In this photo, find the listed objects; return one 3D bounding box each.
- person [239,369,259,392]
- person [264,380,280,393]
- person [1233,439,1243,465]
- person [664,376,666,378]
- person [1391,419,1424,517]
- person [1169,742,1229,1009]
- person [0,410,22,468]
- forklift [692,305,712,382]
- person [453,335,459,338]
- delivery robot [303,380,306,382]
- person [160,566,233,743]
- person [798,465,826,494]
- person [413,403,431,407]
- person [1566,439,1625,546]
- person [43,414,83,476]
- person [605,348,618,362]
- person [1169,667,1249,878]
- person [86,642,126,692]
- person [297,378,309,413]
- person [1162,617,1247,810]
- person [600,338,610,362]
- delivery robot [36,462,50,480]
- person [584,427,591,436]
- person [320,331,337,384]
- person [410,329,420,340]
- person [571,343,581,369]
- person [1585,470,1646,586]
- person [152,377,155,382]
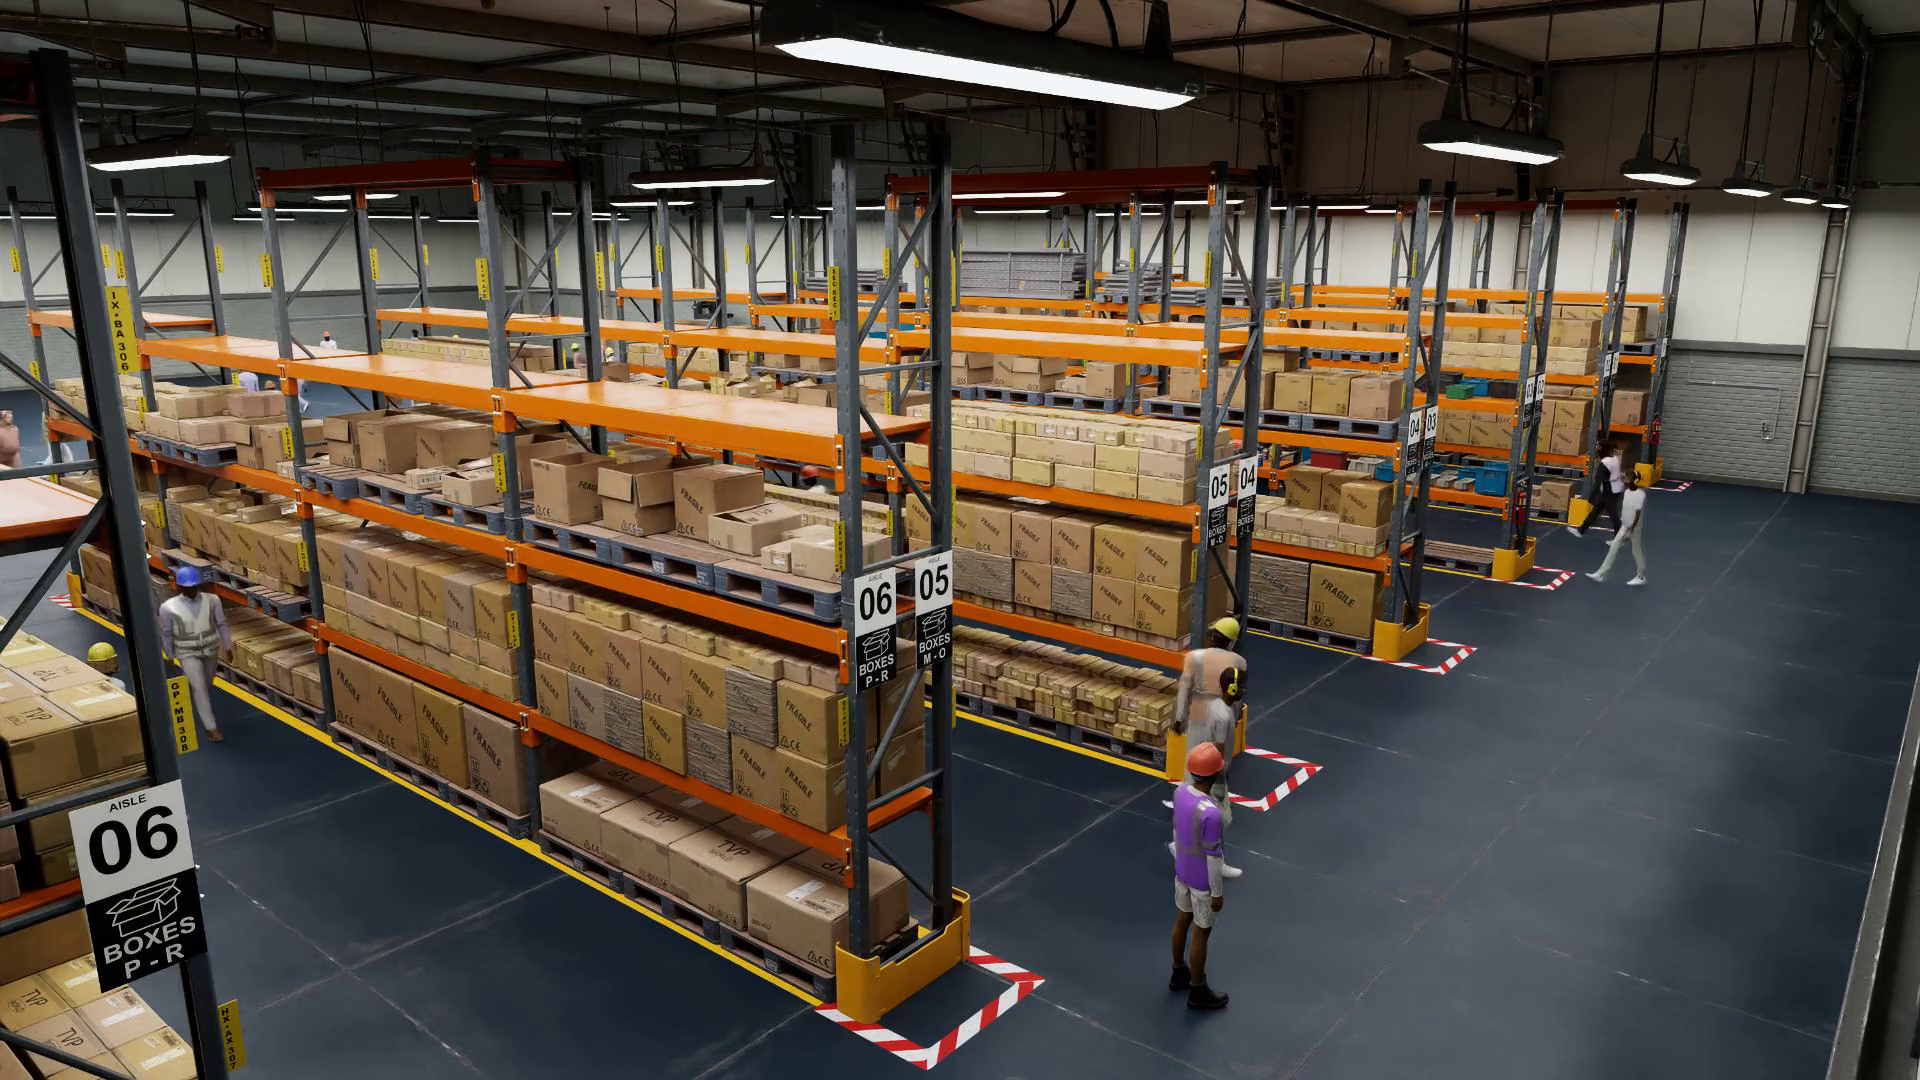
[{"bbox_3d":[-19.606,-3.910,34.674,0.357,1.938,0.638,7,15,26],"label":"person"},{"bbox_3d":[-18.159,-3.404,33.262,0.337,1.621,0.500,6,15,22],"label":"person"},{"bbox_3d":[4.760,-0.752,21.568,0.390,1.992,0.613,11,18,39],"label":"person"},{"bbox_3d":[-9.283,-5.116,39.656,0.547,1.942,0.372,-3,14,-11],"label":"person"},{"bbox_3d":[8.804,-1.424,24.421,0.916,1.952,0.630,10,17,37],"label":"person"},{"bbox_3d":[1.702,2.351,8.911,0.347,1.942,0.545,-5,14,-19],"label":"person"},{"bbox_3d":[-19.660,-1.731,25.893,0.993,1.855,0.717,6,15,23],"label":"person"},{"bbox_3d":[-9.511,-7.392,47.124,1.873,2.768,1.129,11,17,38],"label":"forklift"},{"bbox_3d":[-18.449,-6.627,46.210,0.526,1.768,0.330,3,14,12],"label":"person"},{"bbox_3d":[-23.067,-5.619,43.939,0.335,0.223,0.698,-4,14,-18],"label":"delivery robot"},{"bbox_3d":[-8.346,1.187,13.784,0.978,1.908,0.620,12,18,40],"label":"person"},{"bbox_3d":[-2.246,-0.209,19.546,0.548,1.895,0.585,6,15,22],"label":"person"},{"bbox_3d":[-14.073,-3.424,33.063,0.531,1.748,0.604,-5,15,-20],"label":"person"},{"bbox_3d":[11.331,-0.853,22.254,1.037,1.854,0.599,11,17,38],"label":"person"},{"bbox_3d":[-20.255,-2.247,28.166,0.898,1.795,0.647,-10,17,-37],"label":"person"},{"bbox_3d":[-11.185,-5.258,40.435,0.404,1.834,0.591,3,14,12],"label":"person"},{"bbox_3d":[2.139,1.975,10.701,0.557,1.832,0.568,2,14,6],"label":"person"},{"bbox_3d":[-7.839,1.789,11.661,0.483,1.737,0.320,3,14,12],"label":"person"},{"bbox_3d":[-20.210,-4.785,38.387,0.623,1.887,0.651,2,14,6],"label":"person"},{"bbox_3d":[2.306,1.657,11.912,0.757,1.874,0.442,-1,14,-2],"label":"person"},{"bbox_3d":[-14.365,-7.667,50.749,0.515,1.641,0.314,-4,14,-16],"label":"person"},{"bbox_3d":[-19.912,-1.445,27.309,0.477,0.478,0.707,3,14,12],"label":"delivery robot"},{"bbox_3d":[-9.464,-3.338,32.320,0.359,1.937,0.635,5,14,19],"label":"person"},{"bbox_3d":[-23.153,-6.708,46.224,0.563,1.924,0.405,-5,14,-18],"label":"person"},{"bbox_3d":[-21.672,-7.578,50.292,0.532,1.677,0.364,-2,14,-8],"label":"person"},{"bbox_3d":[-13.035,-5.873,43.151,0.662,1.747,0.532,-2,14,-7],"label":"person"},{"bbox_3d":[10.325,-0.174,19.556,0.958,1.825,0.516,-2,14,-9],"label":"person"},{"bbox_3d":[-19.957,-3.095,31.159,0.619,2.021,0.821,-9,16,-32],"label":"person"}]
